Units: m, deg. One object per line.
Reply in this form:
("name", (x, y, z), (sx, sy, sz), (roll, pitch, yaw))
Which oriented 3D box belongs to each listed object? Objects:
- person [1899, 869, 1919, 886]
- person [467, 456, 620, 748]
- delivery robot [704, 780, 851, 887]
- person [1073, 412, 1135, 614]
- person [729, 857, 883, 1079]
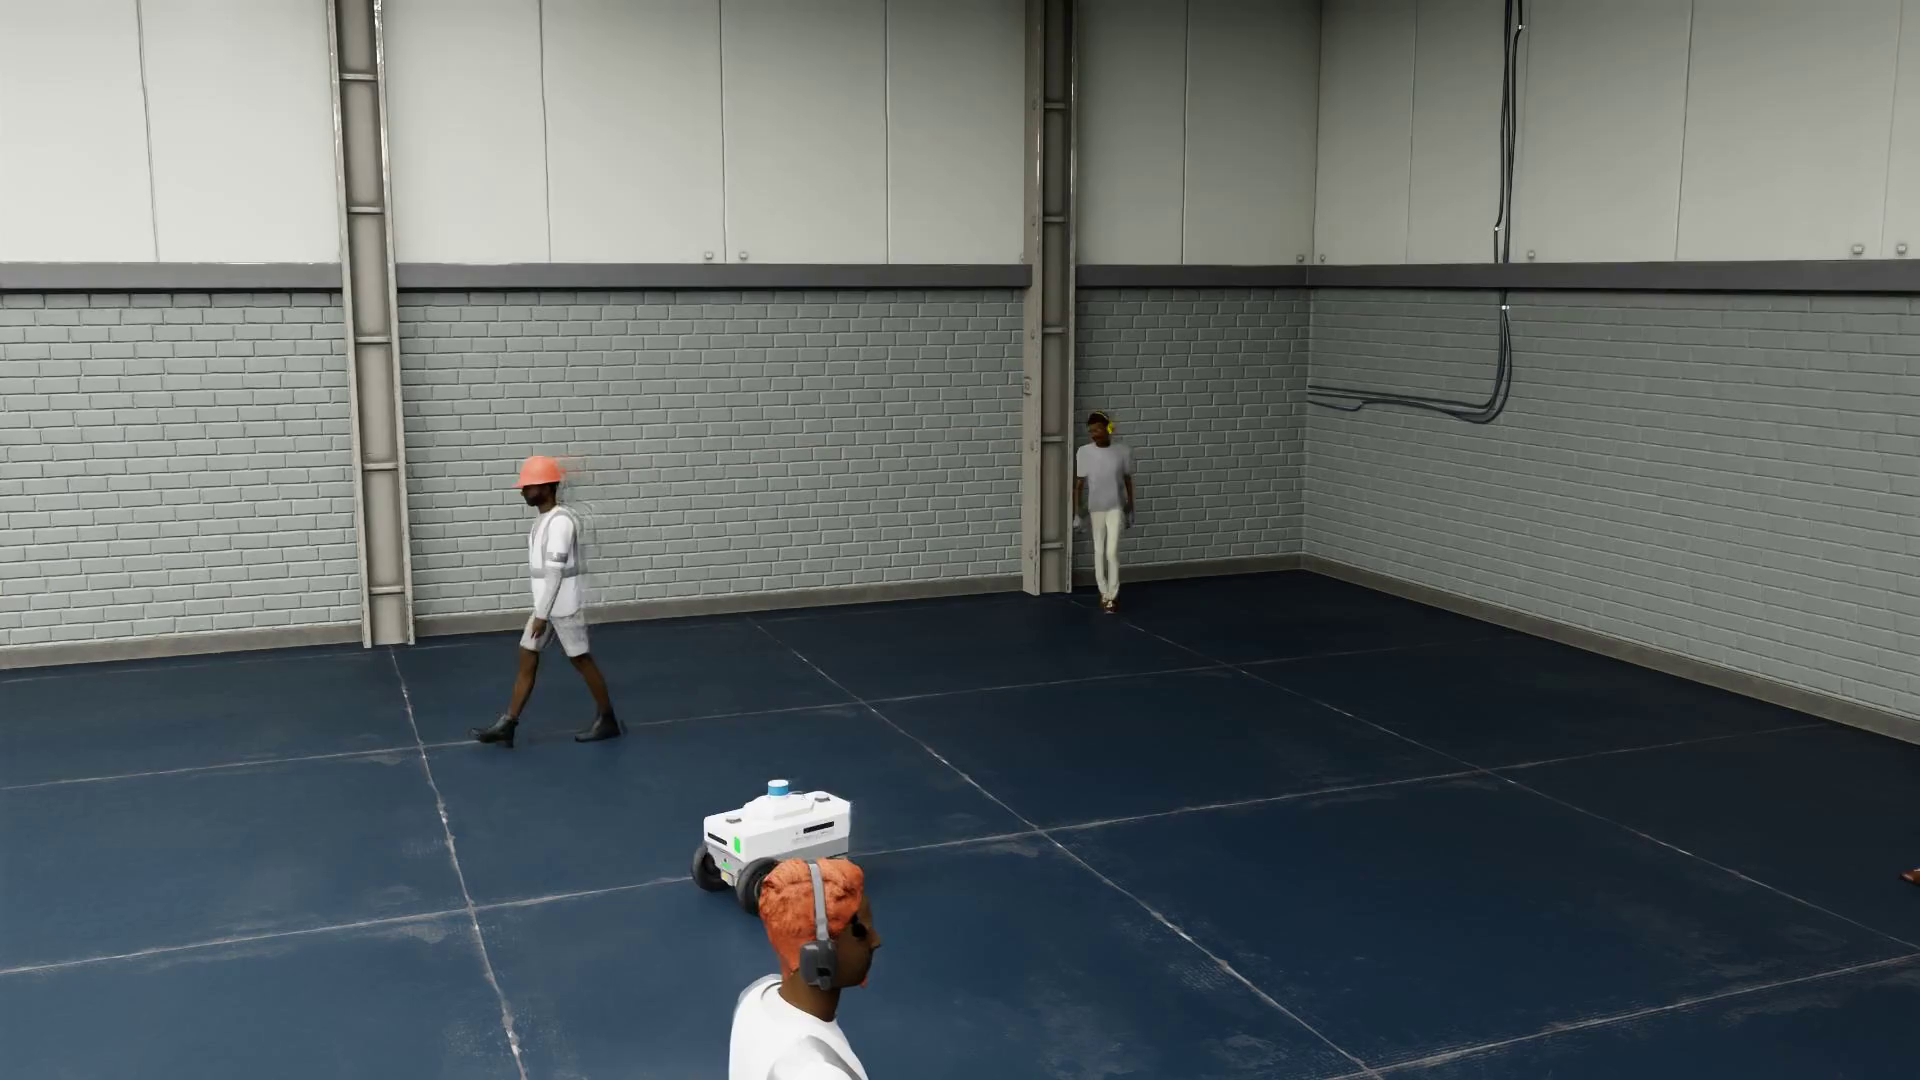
("person", (5.069, 0.850, 8.020), (0.962, 1.835, 0.656), (0, 9, -3))
("person", (-2.647, 0.408, 10.643), (0.982, 1.885, 0.568), (-6, 11, -31))
("delivery robot", (-0.886, 1.421, 8.154), (0.707, 0.478, 0.477), (-7, 12, -39))
("person", (1.299, -0.245, 14.936), (0.537, 1.822, 0.821), (2, 9, 10))
("person", (-0.289, 1.561, 3.414), (0.355, 1.883, 0.574), (-4, 10, -22))
